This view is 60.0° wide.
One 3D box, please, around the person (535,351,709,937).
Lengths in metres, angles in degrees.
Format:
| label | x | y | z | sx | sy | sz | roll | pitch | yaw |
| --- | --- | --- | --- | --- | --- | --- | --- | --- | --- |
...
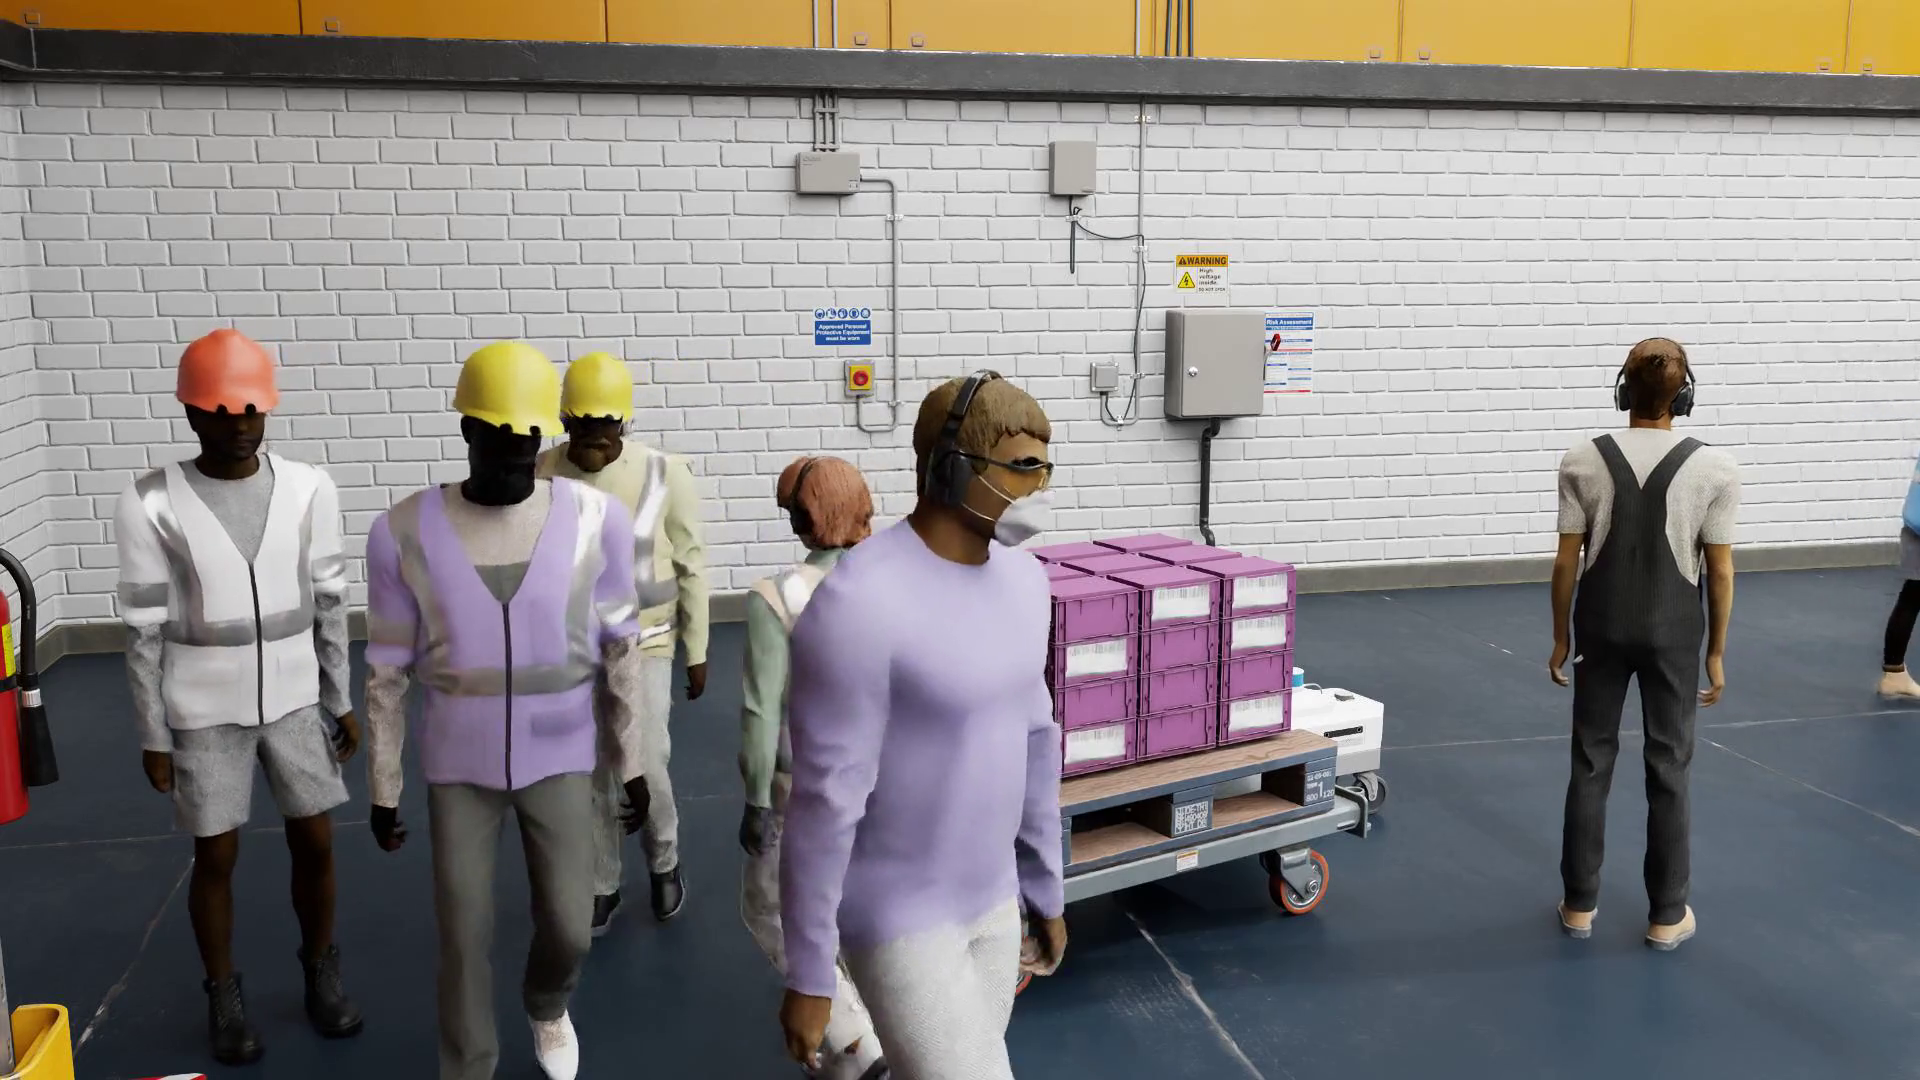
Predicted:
| label | x | y | z | sx | sy | sz | roll | pitch | yaw |
| --- | --- | --- | --- | --- | --- | --- | --- | --- | --- |
| person | -1.092 | 0.331 | 5.047 | 0.632 | 1.809 | 0.432 | 1 | 10 | 7 |

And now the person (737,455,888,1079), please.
| label | x | y | z | sx | sy | sz | roll | pitch | yaw |
| --- | --- | --- | --- | --- | --- | --- | --- | --- | --- |
| person | -0.309 | 0.604 | 4.020 | 0.526 | 1.623 | 0.406 | -10 | 14 | -43 |

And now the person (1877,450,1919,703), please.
| label | x | y | z | sx | sy | sz | roll | pitch | yaw |
| --- | --- | --- | --- | --- | --- | --- | --- | --- | --- |
| person | 4.590 | -0.053 | 7.521 | 0.706 | 1.667 | 0.547 | 3 | 11 | 15 |

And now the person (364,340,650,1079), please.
| label | x | y | z | sx | sy | sz | roll | pitch | yaw |
| --- | --- | --- | --- | --- | --- | --- | --- | --- | --- |
| person | -1.044 | 0.494 | 3.836 | 0.644 | 1.911 | 0.496 | -3 | 11 | -14 |

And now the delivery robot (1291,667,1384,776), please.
| label | x | y | z | sx | sy | sz | roll | pitch | yaw |
| --- | --- | --- | --- | --- | --- | --- | --- | --- | --- |
| delivery robot | 1.212 | 0.712 | 6.143 | 0.707 | 0.478 | 0.477 | -5 | 11 | -27 |

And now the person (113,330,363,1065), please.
| label | x | y | z | sx | sy | sz | roll | pitch | yaw |
| --- | --- | --- | --- | --- | --- | --- | --- | --- | --- |
| person | -1.819 | 0.424 | 4.269 | 0.556 | 1.916 | 0.456 | -9 | 13 | -40 |

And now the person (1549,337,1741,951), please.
| label | x | y | z | sx | sy | sz | roll | pitch | yaw |
| --- | --- | --- | --- | --- | --- | --- | --- | --- | --- |
| person | 2.042 | 0.316 | 5.025 | 0.506 | 1.845 | 0.344 | 5 | 12 | 28 |

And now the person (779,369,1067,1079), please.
| label | x | y | z | sx | sy | sz | roll | pitch | yaw |
| --- | --- | --- | --- | --- | --- | --- | --- | --- | --- |
| person | 0.009 | 0.671 | 2.857 | 0.578 | 1.915 | 0.661 | 6 | 12 | 32 |
